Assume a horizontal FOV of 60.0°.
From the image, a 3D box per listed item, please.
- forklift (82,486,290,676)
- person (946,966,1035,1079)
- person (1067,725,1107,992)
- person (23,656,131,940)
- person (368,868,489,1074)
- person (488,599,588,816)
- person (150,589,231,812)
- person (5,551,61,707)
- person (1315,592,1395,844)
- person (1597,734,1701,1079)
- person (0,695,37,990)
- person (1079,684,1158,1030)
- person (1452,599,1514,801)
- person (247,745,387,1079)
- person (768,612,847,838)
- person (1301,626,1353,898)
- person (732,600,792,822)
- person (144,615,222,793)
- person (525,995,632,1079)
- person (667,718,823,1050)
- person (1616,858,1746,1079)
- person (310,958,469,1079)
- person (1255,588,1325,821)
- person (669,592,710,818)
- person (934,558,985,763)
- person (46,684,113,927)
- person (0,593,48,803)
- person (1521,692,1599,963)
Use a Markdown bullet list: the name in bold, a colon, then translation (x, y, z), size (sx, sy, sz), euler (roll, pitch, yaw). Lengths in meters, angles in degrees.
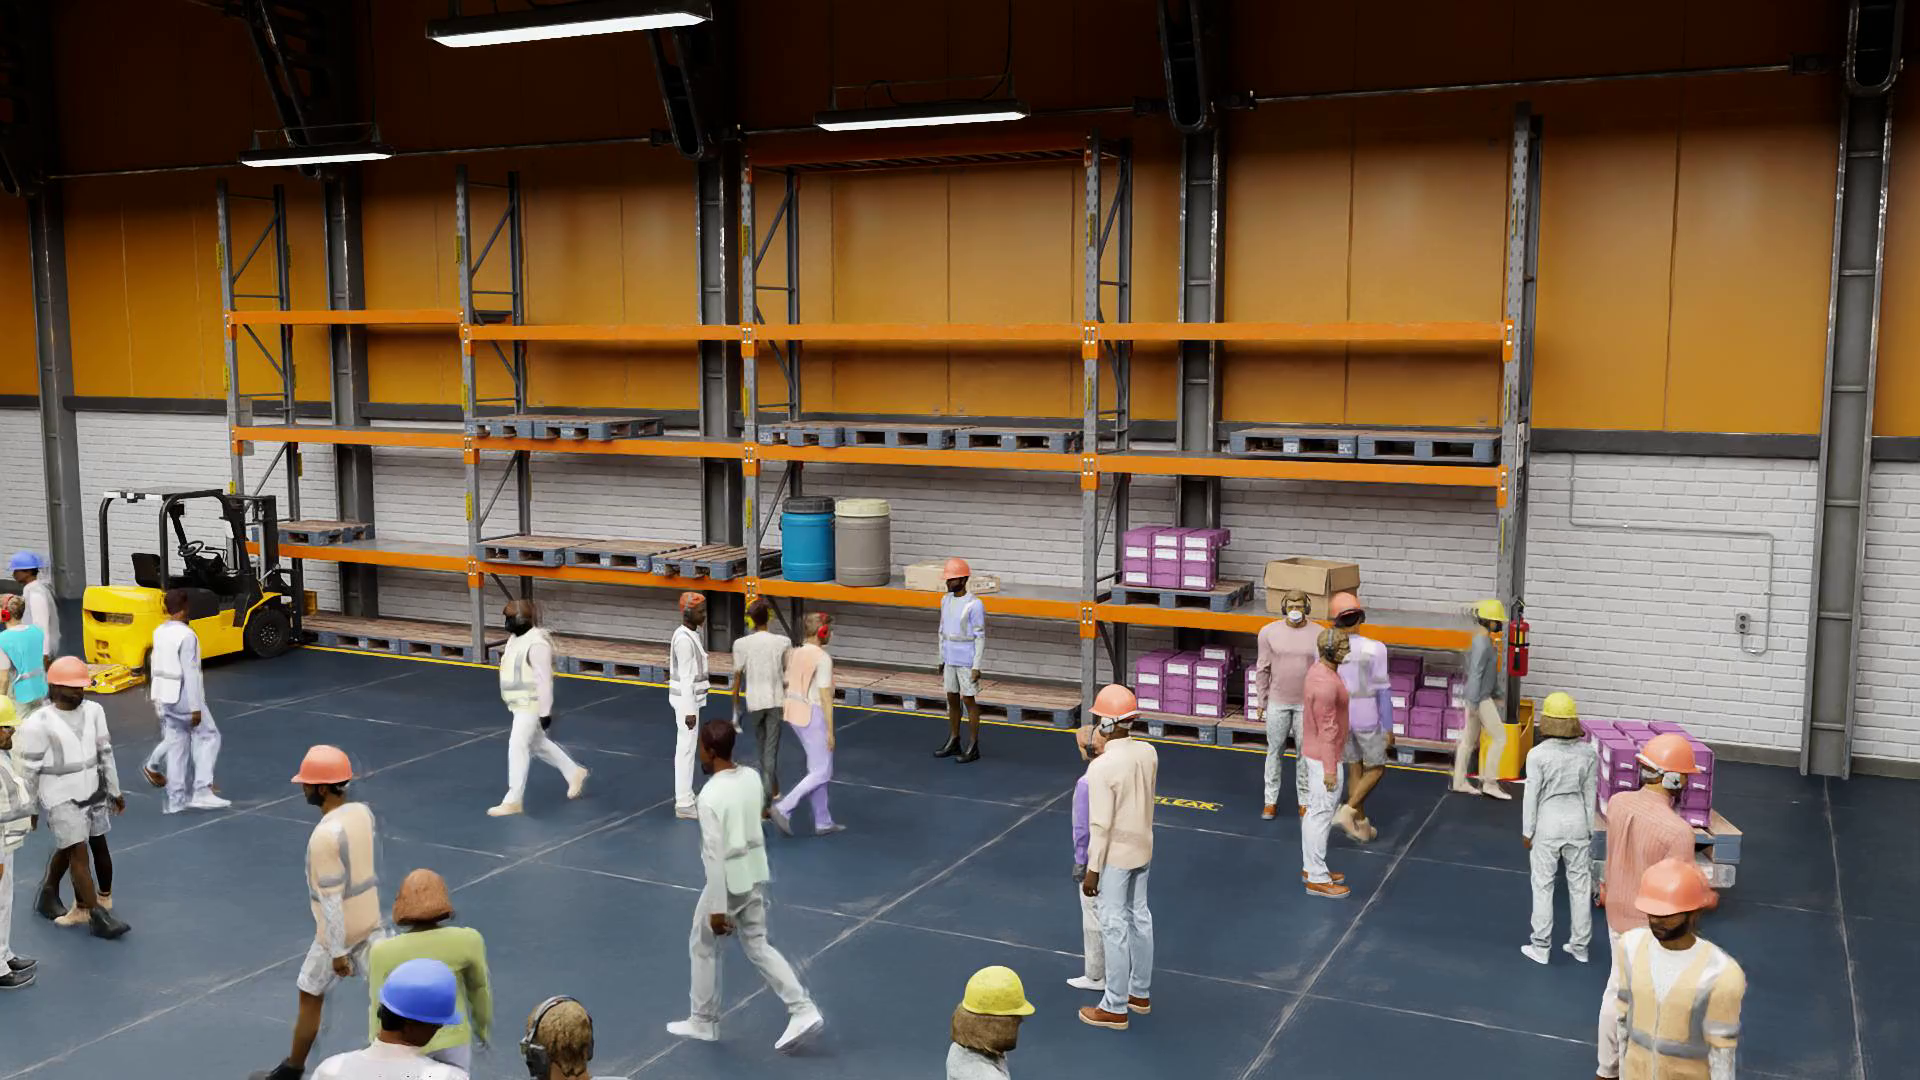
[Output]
- **forklift**: translation (-9.426, 0.454, 20.179), size (1.214, 2.155, 2.313), euler (3, 8, 26)
- **person**: translation (0.103, 2.390, 6.034), size (0.318, 1.741, 0.492), euler (-2, 7, -18)
- **person**: translation (0.847, 1.940, 10.217), size (0.315, 1.629, 0.509), euler (4, 8, 27)
- **person**: translation (-5.970, 1.700, 11.176), size (0.994, 1.890, 0.547), euler (3, 7, 22)
- **person**: translation (-2.408, 2.270, 7.559), size (0.542, 1.606, 0.758), euler (-3, 8, -24)
- **person**: translation (-3.589, 1.386, 14.111), size (0.867, 1.809, 0.640), euler (-4, 8, -32)
- **person**: translation (-6.520, 1.354, 14.057), size (0.631, 1.882, 0.554), euler (6, 9, 39)
- **person**: translation (-9.029, 1.068, 16.187), size (0.573, 1.924, 0.641), euler (-4, 8, -31)
- **person**: translation (3.084, 1.418, 13.040), size (0.672, 2.000, 0.593), euler (7, 10, 44)
- **person**: translation (3.559, 1.968, 8.560), size (0.410, 1.980, 0.624), euler (-2, 7, -16)
- **person**: translation (-5.912, 1.848, 10.208), size (0.403, 1.819, 0.601), euler (-4, 8, -30)
- **person**: translation (0.913, 1.825, 9.662), size (0.387, 1.996, 0.611), euler (6, 9, 39)
- **person**: translation (4.595, 1.375, 14.401), size (0.648, 1.742, 0.526), euler (2, 7, 14)
- **person**: translation (-3.218, 1.999, 8.696), size (1.010, 1.895, 0.543), euler (1, 7, 10)
- **person**: translation (-1.238, 1.486, 13.254), size (0.625, 1.810, 0.626), euler (-4, 8, -30)
- **person**: translation (2.635, 1.576, 11.955), size (0.357, 1.938, 0.638), euler (1, 7, 8)
- **person**: translation (-1.619, 1.396, 14.004), size (0.558, 1.795, 0.998), euler (0, 7, 3)
- **person**: translation (-6.868, 1.427, 14.560), size (0.702, 1.604, 0.516), euler (4, 8, 28)
- **person**: translation (-1.229, 2.392, 5.274), size (0.373, 1.929, 0.636), euler (5, 8, 34)
- **person**: translation (-1.205, 1.931, 9.325), size (0.916, 1.878, 0.604), euler (3, 8, 26)
- **person**: translation (2.871, 2.221, 6.726), size (0.424, 1.921, 0.547), euler (-6, 9, -39)
- **person**: translation (-1.949, 2.370, 5.573), size (0.641, 1.903, 0.699), euler (2, 7, 13)
- **person**: translation (2.759, 1.356, 13.767), size (0.627, 1.940, 0.371), euler (1, 7, 10)
- **person**: translation (-2.257, 1.368, 13.899), size (0.337, 1.881, 0.585), euler (-1, 7, -8)
- **person**: translation (-0.020, 1.129, 15.655), size (0.373, 1.934, 0.551), euler (-6, 9, -43)
- **person**: translation (-6.007, 1.772, 11.315), size (0.322, 1.699, 0.535), euler (1, 7, 9)
- **person**: translation (-7.945, 1.364, 14.066), size (0.390, 1.850, 0.565), euler (1, 7, 5)
- **person**: translation (3.822, 1.836, 10.650), size (0.487, 1.737, 0.323), euler (-1, 7, -6)
